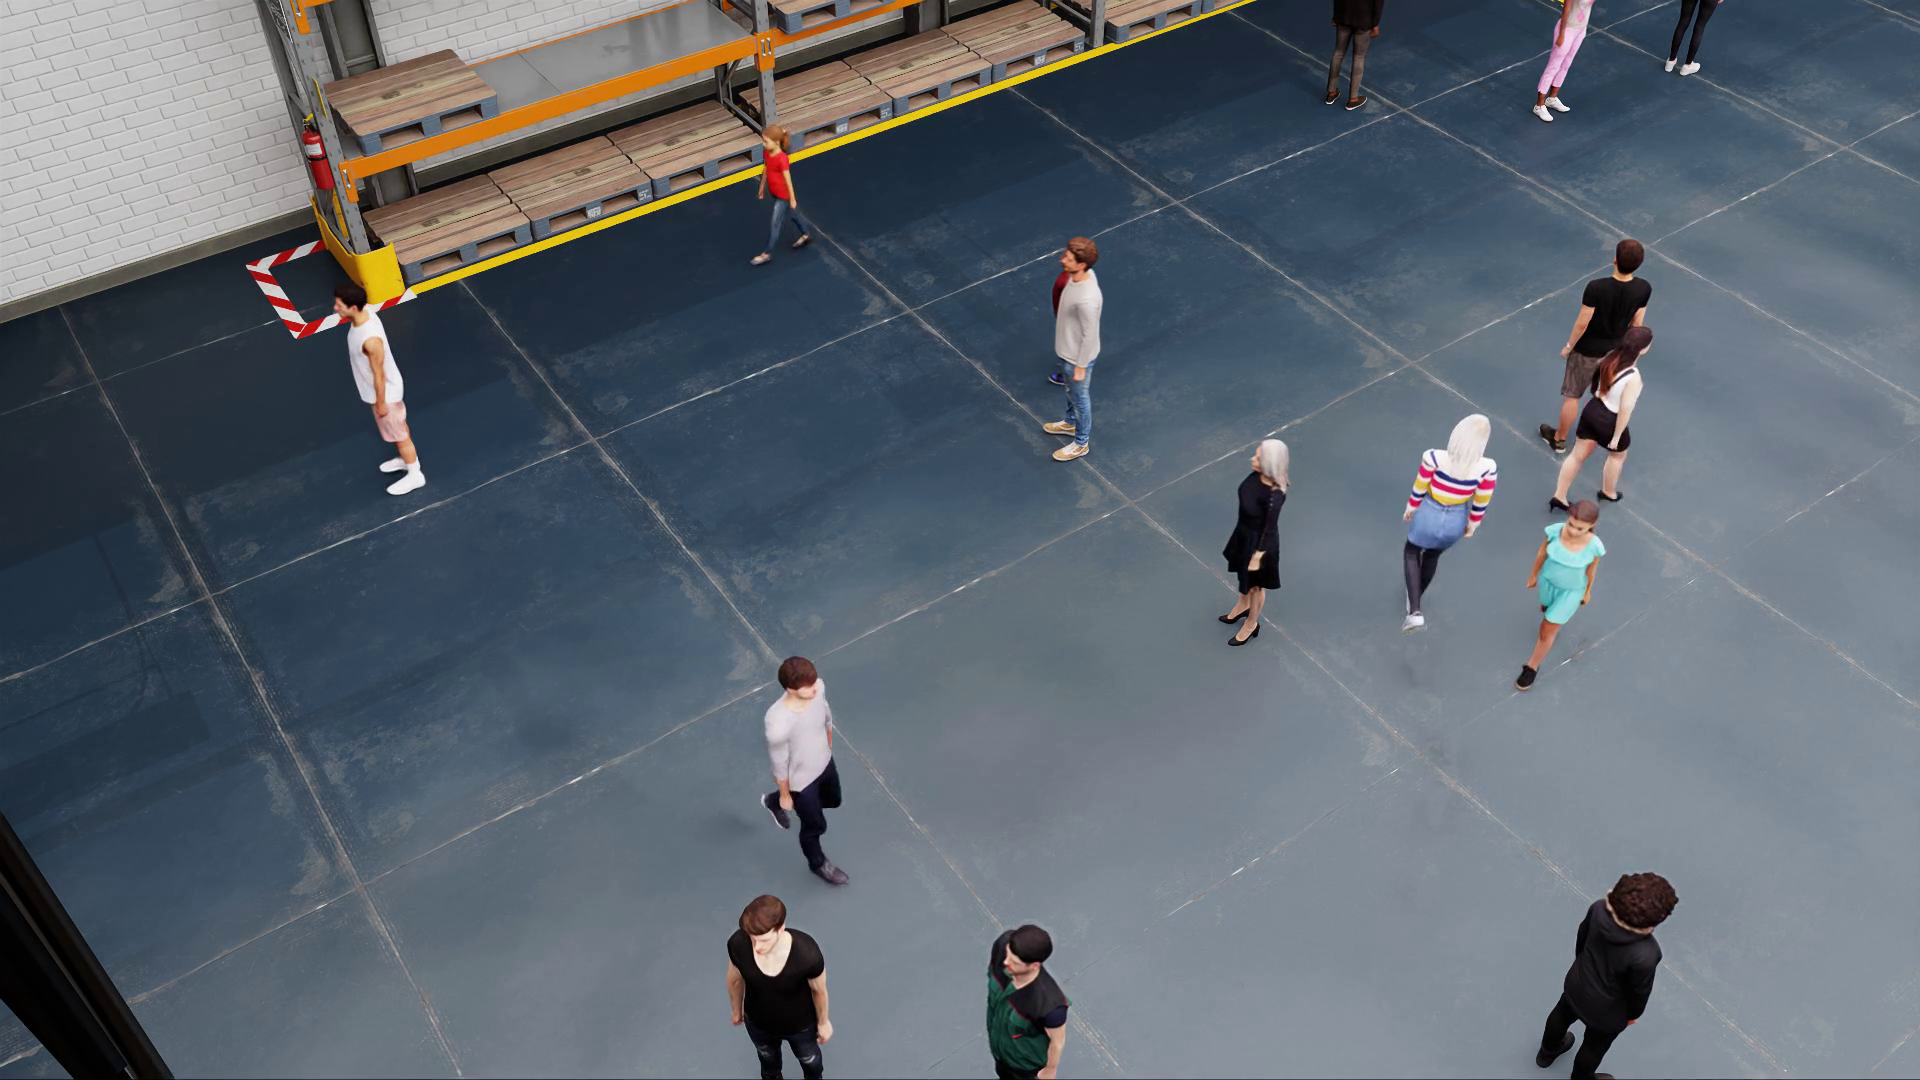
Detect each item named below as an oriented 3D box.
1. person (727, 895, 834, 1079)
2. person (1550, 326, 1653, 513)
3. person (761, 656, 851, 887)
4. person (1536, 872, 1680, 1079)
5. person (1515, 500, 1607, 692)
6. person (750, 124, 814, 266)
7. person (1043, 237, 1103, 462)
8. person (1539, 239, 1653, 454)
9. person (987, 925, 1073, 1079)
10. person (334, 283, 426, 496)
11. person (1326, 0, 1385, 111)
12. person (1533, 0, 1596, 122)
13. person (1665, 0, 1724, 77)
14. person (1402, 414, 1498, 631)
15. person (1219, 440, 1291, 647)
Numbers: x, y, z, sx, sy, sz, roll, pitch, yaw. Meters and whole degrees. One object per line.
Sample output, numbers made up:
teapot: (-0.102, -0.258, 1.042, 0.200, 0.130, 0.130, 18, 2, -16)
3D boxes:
person: (-0.898, 2.364, 8.386, 0.745, 1.895, 0.798, 8, 44, 8)
person: (4.540, -0.817, 11.921, 0.882, 1.625, 0.695, -16, 46, -16)
person: (-0.965, 1.293, 9.562, 0.947, 1.824, 0.980, 22, 48, 22)
person: (3.306, 2.292, 8.544, 0.654, 1.781, 0.657, -18, 46, -18)
person: (3.966, 0.257, 10.869, 0.724, 1.522, 1.060, 31, 52, 28)
person: (-1.508, -3.044, 14.510, 0.886, 1.279, 0.495, -25, 49, -24)
person: (0.878, -1.431, 12.363, 0.756, 1.904, 0.755, -5, 44, -5)
person: (4.764, -1.432, 12.395, 0.722, 1.862, 0.836, -2, 44, -2)
person: (0.323, 2.475, 8.266, 0.570, 1.900, 0.668, -23, 48, -23)
person: (-4.212, -1.126, 12.128, 0.619, 1.787, 0.666, -18, 46, -18)
person: (3.874, -5.102, 16.293, 0.720, 1.799, 0.671, 28, 50, 27)
person: (5.933, -4.960, 16.185, 0.471, 1.742, 0.647, -30, 51, -28)
person: (7.512, -5.567, 16.822, 0.637, 1.742, 0.599, 31, 51, 28)
person: (3.179, -0.073, 11.020, 0.965, 1.790, 1.023, 6, 44, 6)
person: (1.944, 0.011, 10.963, 0.715, 1.747, 0.693, -4, 44, -4)
